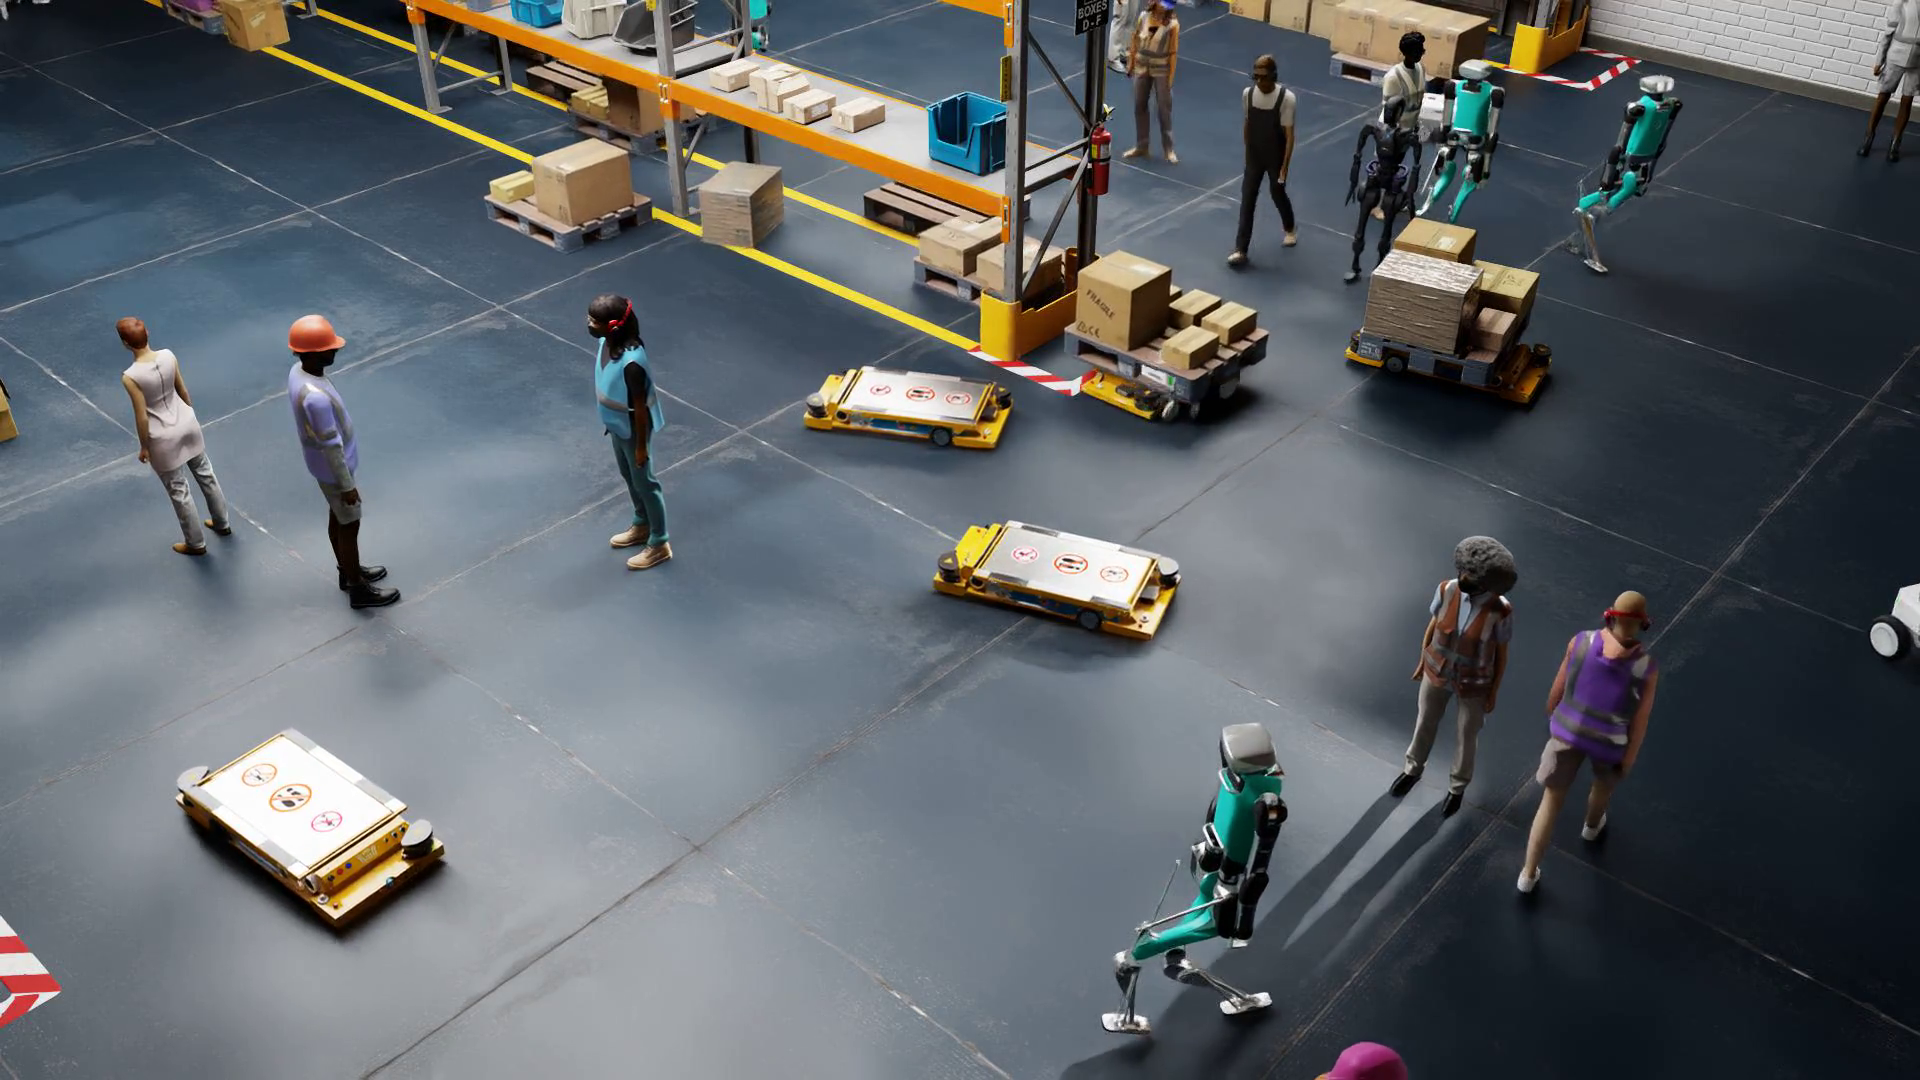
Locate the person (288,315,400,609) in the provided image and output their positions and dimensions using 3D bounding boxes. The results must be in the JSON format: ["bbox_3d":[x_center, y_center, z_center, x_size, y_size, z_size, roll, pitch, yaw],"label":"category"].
[{"bbox_3d":[-3.741,-0.472,10.029,0.375,1.932,0.550,-18,39,-24],"label":"person"}]

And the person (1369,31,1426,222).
[{"bbox_3d":[3.954,-3.730,14.956,0.531,1.696,0.319,-28,43,-34],"label":"person"}]

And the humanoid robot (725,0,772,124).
[{"bbox_3d":[-2.246,-5.098,16.870,0.744,1.750,0.542,21,40,27],"label":"humanoid robot"}]

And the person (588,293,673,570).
[{"bbox_3d":[-2.058,-0.686,10.402,0.376,1.864,0.524,-21,40,-27],"label":"person"}]

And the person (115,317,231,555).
[{"bbox_3d":[-5.014,-0.661,10.543,0.286,1.657,0.450,14,37,20],"label":"person"}]

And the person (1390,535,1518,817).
[{"bbox_3d":[2.558,0.703,8.539,0.439,1.687,0.315,25,42,31],"label":"person"}]

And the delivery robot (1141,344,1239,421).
[{"bbox_3d":[1.693,-1.268,12.407,0.801,0.608,0.499,-27,43,-33],"label":"delivery robot"}]

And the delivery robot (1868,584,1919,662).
[{"bbox_3d":[5.806,0.564,9.755,0.514,0.609,0.780,-11,36,-15],"label":"delivery robot"}]

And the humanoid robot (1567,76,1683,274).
[{"bbox_3d":[5.481,-3.057,14.034,0.549,1.895,0.786,-14,37,-19],"label":"humanoid robot"}]

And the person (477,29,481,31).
[{"bbox_3d":[-5.964,-6.955,19.625,0.919,1.698,0.564,28,43,34],"label":"person"}]

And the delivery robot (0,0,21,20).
[{"bbox_3d":[-11.767,-6.651,20.188,0.499,0.587,0.787,-11,36,-16],"label":"delivery robot"}]

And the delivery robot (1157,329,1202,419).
[{"bbox_3d":[1.710,-1.305,12.451,0.499,0.596,0.787,11,36,16],"label":"delivery robot"}]

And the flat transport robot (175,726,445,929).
[{"bbox_3d":[-3.421,1.457,8.699,1.431,0.231,0.659,24,41,30],"label":"flat transport robot"}]

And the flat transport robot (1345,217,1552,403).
[{"bbox_3d":[3.788,-1.442,12.899,1.431,0.231,0.659,18,39,25],"label":"flat transport robot"}]

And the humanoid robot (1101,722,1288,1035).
[{"bbox_3d":[0.954,1.568,7.289,1.029,1.762,0.539,-7,35,-10],"label":"humanoid robot"}]

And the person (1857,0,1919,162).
[{"bbox_3d":[9.142,-4.624,16.058,0.545,1.926,0.387,15,37,21],"label":"person"}]

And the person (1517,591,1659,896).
[{"bbox_3d":[3.082,0.982,8.181,0.498,1.641,0.866,20,39,27],"label":"person"}]

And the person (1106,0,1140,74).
[{"bbox_3d":[1.831,-6.112,18.241,0.392,1.891,0.545,24,41,31],"label":"person"}]

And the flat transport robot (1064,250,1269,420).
[{"bbox_3d":[1.625,-1.363,12.785,0.659,0.231,1.431,27,43,33],"label":"flat transport robot"}]

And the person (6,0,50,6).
[{"bbox_3d":[-11.660,-7.462,20.224,0.877,1.856,0.720,20,39,26],"label":"person"}]

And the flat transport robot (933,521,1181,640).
[{"bbox_3d":[0.615,0.226,10.483,1.431,0.231,0.659,13,37,18],"label":"flat transport robot"}]

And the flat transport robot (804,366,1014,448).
[{"bbox_3d":[-0.371,-0.983,12.235,1.431,0.231,0.659,8,35,11],"label":"flat transport robot"}]

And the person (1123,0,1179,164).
[{"bbox_3d":[1.893,-4.480,16.009,0.608,1.746,0.337,22,40,28],"label":"person"}]

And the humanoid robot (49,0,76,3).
[{"bbox_3d":[-11.285,-7.397,20.287,0.588,1.647,0.347,-20,39,-27],"label":"humanoid robot"}]

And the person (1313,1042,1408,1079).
[{"bbox_3d":[1.364,2.399,5.850,0.813,1.964,0.514,-15,37,-20],"label":"person"}]

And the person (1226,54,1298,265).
[{"bbox_3d":[2.643,-3.287,14.241,0.558,1.812,0.898,21,40,27],"label":"person"}]

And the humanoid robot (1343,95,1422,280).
[{"bbox_3d":[3.527,-2.923,13.833,0.604,1.658,0.429,17,38,23],"label":"humanoid robot"}]

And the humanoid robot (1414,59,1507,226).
[{"bbox_3d":[4.062,-3.055,13.975,0.575,1.760,0.994,27,43,33],"label":"humanoid robot"}]

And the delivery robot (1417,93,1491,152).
[{"bbox_3d":[4.997,-4.252,16.707,0.762,0.582,0.499,14,37,20],"label":"delivery robot"}]
